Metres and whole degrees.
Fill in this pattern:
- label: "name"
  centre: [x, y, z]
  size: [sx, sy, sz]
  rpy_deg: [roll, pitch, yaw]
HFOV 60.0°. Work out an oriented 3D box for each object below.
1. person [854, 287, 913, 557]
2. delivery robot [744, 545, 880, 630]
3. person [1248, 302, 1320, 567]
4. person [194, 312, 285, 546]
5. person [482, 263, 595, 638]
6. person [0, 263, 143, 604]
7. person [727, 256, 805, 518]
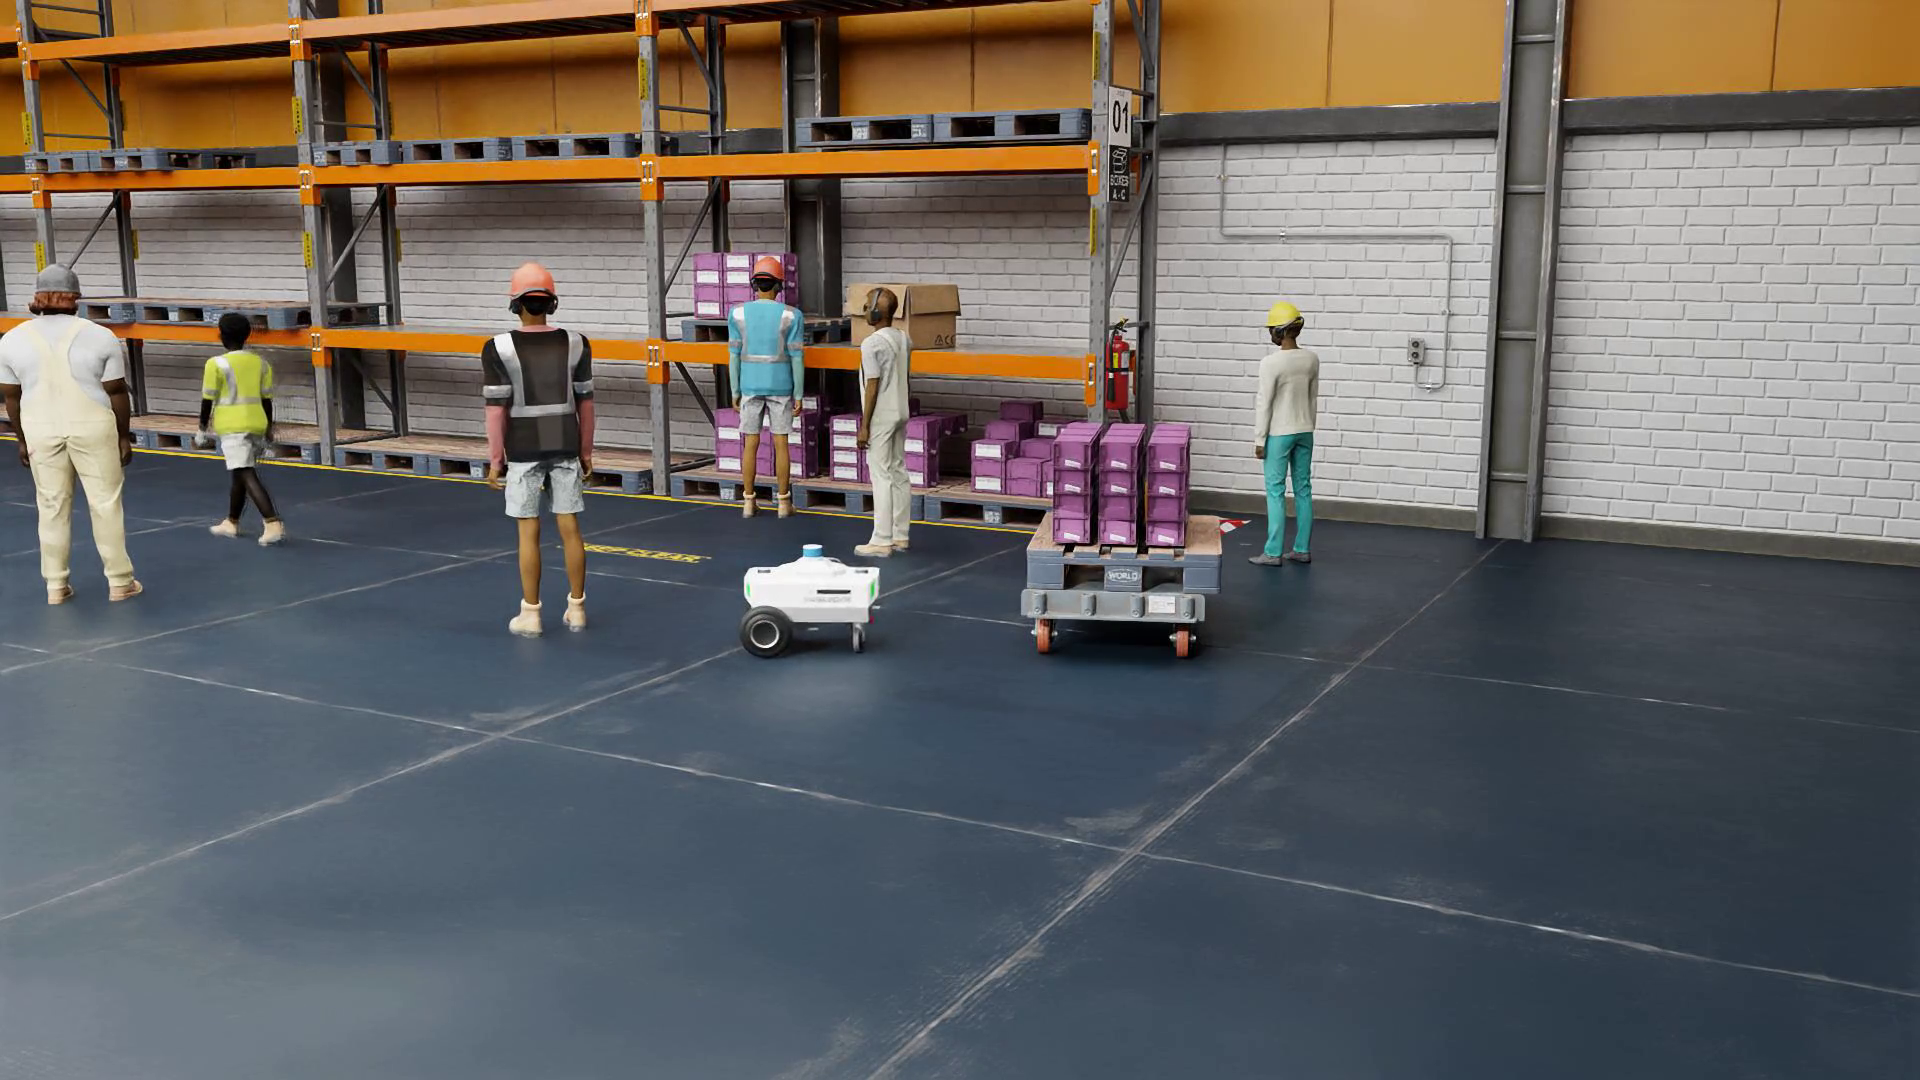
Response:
- label: "person"
  centre: [-0.527, -0.802, 11.409]
  size: [0.346, 1.846, 0.506]
  rpy_deg: [6, 12, 31]
- label: "delivery robot"
  centre: [-0.776, 0.269, 8.817]
  size: [0.707, 0.478, 0.477]
  rpy_deg: [0, 10, 0]
- label: "person"
  centre: [2.158, -0.697, 11.077]
  size: [0.524, 1.761, 0.338]
  rpy_deg: [-7, 12, -32]
- label: "person"
  centre: [-5.128, -0.795, 11.877]
  size: [0.864, 1.655, 0.528]
  rpy_deg: [4, 11, 22]
- label: "person"
  centre: [-2.304, -0.484, 9.119]
  size: [0.606, 2.044, 0.373]
  rpy_deg: [-6, 12, -32]
- label: "person"
  centre: [-5.310, -0.638, 9.972]
  size: [0.683, 2.000, 0.538]
  rpy_deg: [-2, 11, -13]
- label: "person"
  centre: [-1.496, -1.179, 12.970]
  size: [0.601, 2.036, 0.396]
  rpy_deg: [1, 10, 4]
